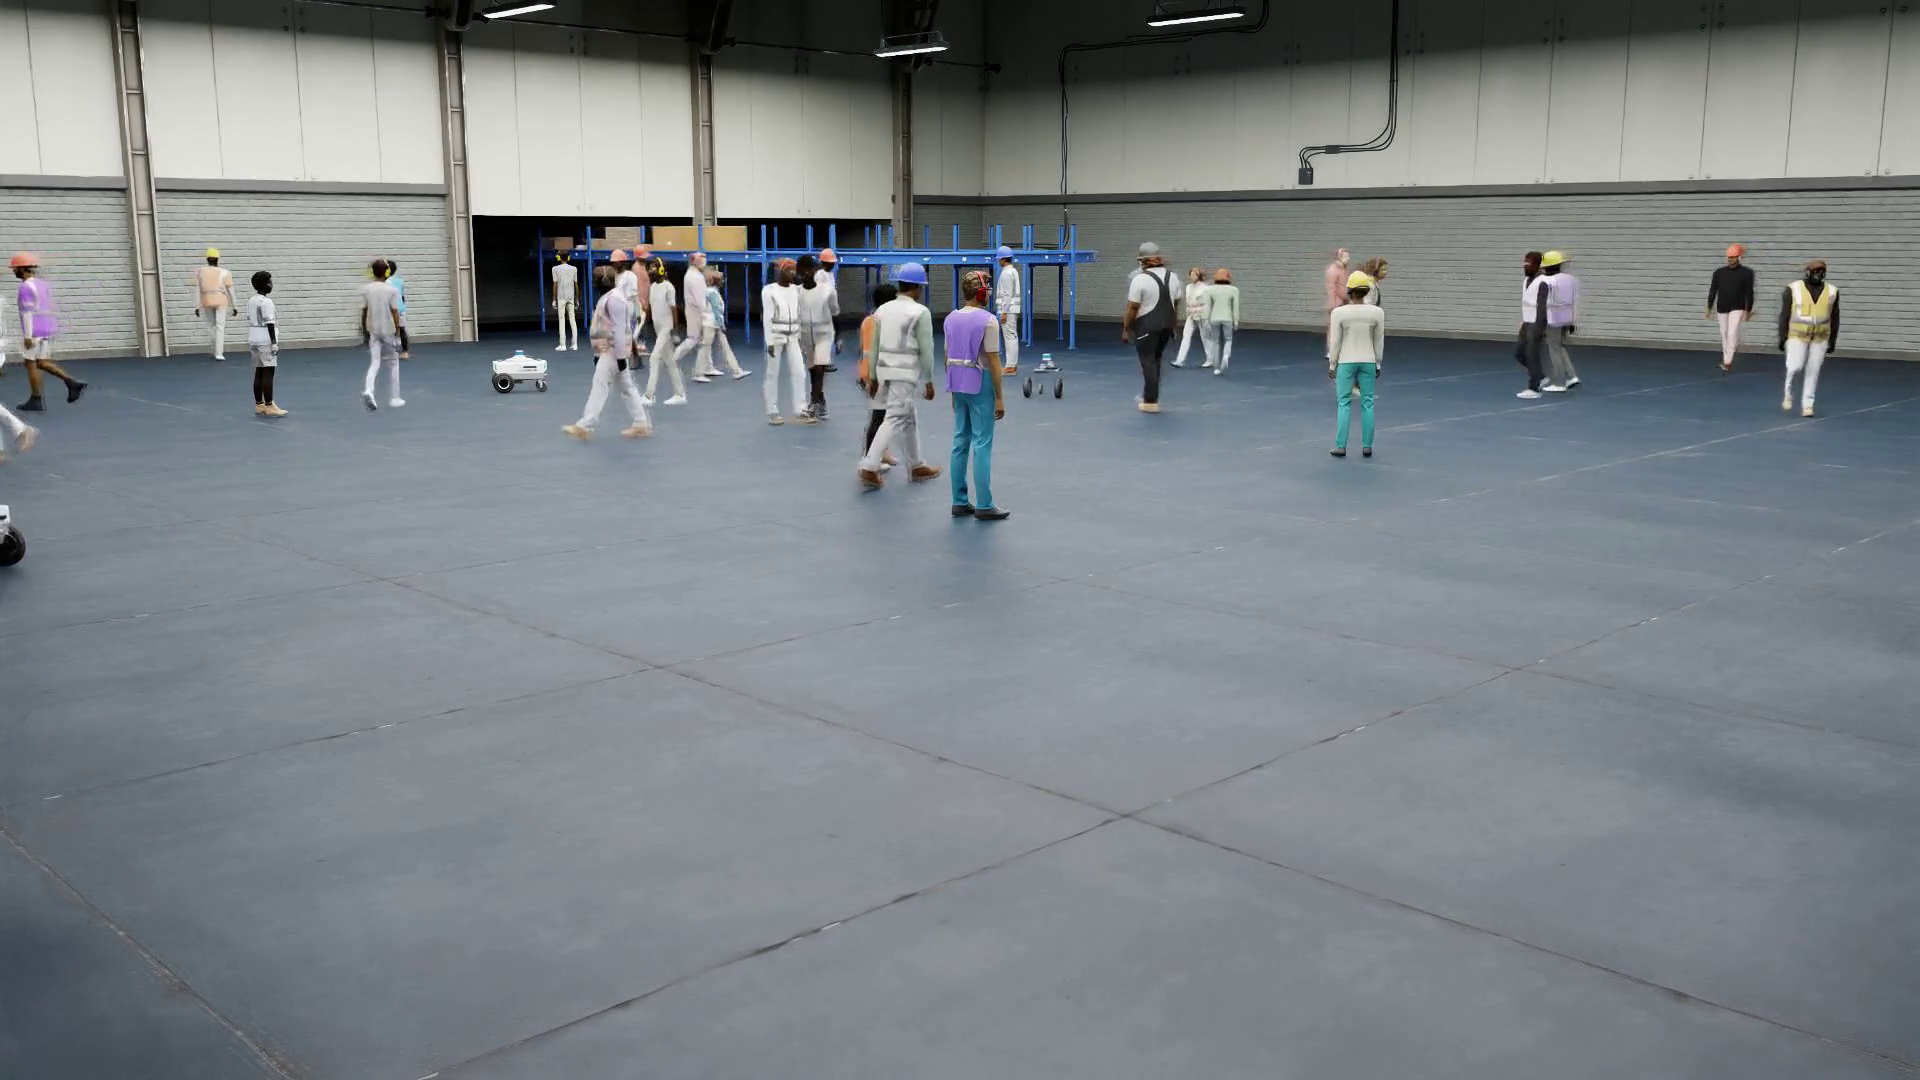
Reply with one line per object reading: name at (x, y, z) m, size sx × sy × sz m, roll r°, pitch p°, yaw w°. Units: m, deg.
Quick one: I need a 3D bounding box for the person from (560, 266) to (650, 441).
person at (-3.694, -1.944, 17.317) m, size 0.957 × 1.789 × 0.657 m, roll -3°, pitch 11°, yaw -16°

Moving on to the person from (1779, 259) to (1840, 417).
person at (9.949, -2.366, 19.493) m, size 0.649 × 1.832 × 0.435 m, roll 2°, pitch 11°, yaw 11°

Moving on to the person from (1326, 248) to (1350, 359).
person at (6.490, -4.033, 28.422) m, size 0.466 × 1.889 × 0.668 m, roll 7°, pitch 13°, yaw 35°

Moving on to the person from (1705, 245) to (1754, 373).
person at (11.869, -3.570, 25.722) m, size 0.611 × 1.947 × 0.978 m, roll 10°, pitch 14°, yaw 43°

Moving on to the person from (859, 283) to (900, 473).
person at (-0.648, -1.451, 14.902) m, size 0.566 × 1.674 × 0.561 m, roll -6°, pitch 12°, yaw -29°

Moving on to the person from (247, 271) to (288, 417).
person at (-8.151, -2.301, 19.514) m, size 0.540 × 1.695 × 0.317 m, roll 10°, pitch 14°, yaw 44°

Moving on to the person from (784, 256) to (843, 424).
person at (-1.674, -2.276, 18.879) m, size 0.608 × 1.873 × 1.077 m, roll 2°, pitch 11°, yaw 9°

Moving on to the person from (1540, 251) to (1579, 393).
person at (8.075, -2.947, 22.508) m, size 0.634 × 1.892 × 0.510 m, roll -8°, pitch 13°, yaw -37°

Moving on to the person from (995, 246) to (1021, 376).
person at (0.721, -3.475, 25.239) m, size 0.403 × 1.944 × 0.606 m, roll 2°, pitch 11°, yaw 12°

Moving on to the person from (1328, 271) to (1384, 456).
person at (3.799, -1.689, 15.982) m, size 0.525 × 1.772 × 0.306 m, roll 0°, pitch 10°, yaw -2°

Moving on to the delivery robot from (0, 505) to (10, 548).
delivery robot at (-6.426, -0.106, 10.522) m, size 0.707 × 0.478 × 0.477 m, roll 0°, pitch 10°, yaw 3°

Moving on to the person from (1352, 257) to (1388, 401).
person at (5.210, -2.676, 21.192) m, size 0.397 × 1.827 × 0.526 m, roll 2°, pitch 11°, yaw 9°

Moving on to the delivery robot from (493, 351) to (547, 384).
delivery robot at (-6.011, -2.344, 22.725) m, size 0.707 × 0.478 × 0.477 m, roll -3°, pitch 11°, yaw -17°

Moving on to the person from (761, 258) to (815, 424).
person at (-1.919, -2.205, 18.545) m, size 0.593 × 1.849 × 0.833 m, roll -9°, pitch 13°, yaw -39°

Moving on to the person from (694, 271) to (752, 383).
person at (-3.461, -3.069, 23.992) m, size 0.865 × 1.592 × 0.520 m, roll 0°, pitch 10°, yaw 2°

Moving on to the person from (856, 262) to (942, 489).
person at (-0.528, -1.383, 14.007) m, size 0.982 × 1.890 × 0.623 m, roll -9°, pitch 14°, yaw -41°

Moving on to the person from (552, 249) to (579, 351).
person at (-7.289, -4.431, 30.689) m, size 0.519 × 1.865 × 0.318 m, roll -8°, pitch 13°, yaw -37°

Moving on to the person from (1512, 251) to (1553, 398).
person at (7.515, -2.821, 21.799) m, size 0.436 × 1.903 × 0.605 m, roll -1°, pitch 10°, yaw -4°

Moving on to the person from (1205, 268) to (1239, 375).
person at (3.954, -3.304, 25.176) m, size 0.514 × 1.620 × 0.470 m, roll 2°, pitch 11°, yaw 13°

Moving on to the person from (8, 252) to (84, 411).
person at (-11.159, -2.538, 20.219) m, size 0.653 × 1.921 × 0.551 m, roll -2°, pitch 11°, yaw -10°

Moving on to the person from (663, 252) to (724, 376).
person at (-4.019, -3.376, 24.909) m, size 0.830 × 1.869 × 0.642 m, roll -1°, pitch 10°, yaw -6°

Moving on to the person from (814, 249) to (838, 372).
person at (-2.175, -3.611, 26.133) m, size 0.608 × 1.903 × 0.601 m, roll 3°, pitch 11°, yaw 18°

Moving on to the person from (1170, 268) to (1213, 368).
person at (3.762, -3.533, 26.511) m, size 0.879 × 1.585 × 0.540 m, roll -8°, pitch 13°, yaw -38°

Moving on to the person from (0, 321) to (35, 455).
person at (-9.102, -1.666, 15.570) m, size 0.605 × 1.872 × 0.489 m, roll 9°, pitch 14°, yaw 41°

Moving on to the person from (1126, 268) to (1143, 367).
person at (2.834, -3.451, 25.243) m, size 0.645 × 1.888 × 0.962 m, roll -1°, pitch 10°, yaw -7°

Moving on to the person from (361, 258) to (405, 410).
person at (-7.109, -2.529, 20.376) m, size 0.527 × 1.841 × 0.864 m, roll 1°, pitch 10°, yaw 3°

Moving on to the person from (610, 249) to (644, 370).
person at (-5.277, -3.556, 25.837) m, size 0.565 × 1.883 × 1.018 m, roll 7°, pitch 13°, yaw 34°

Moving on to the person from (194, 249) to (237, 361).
person at (-12.664, -4.009, 28.335) m, size 0.623 × 1.870 × 0.974 m, roll -2°, pitch 11°, yaw -13°

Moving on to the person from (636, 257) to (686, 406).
person at (-3.800, -2.582, 20.683) m, size 0.908 × 1.834 × 0.536 m, roll -7°, pitch 12°, yaw -33°

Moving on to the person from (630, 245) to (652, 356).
person at (-5.657, -4.223, 29.359) m, size 0.413 × 1.951 × 0.689 m, roll -1°, pitch 10°, yaw -7°

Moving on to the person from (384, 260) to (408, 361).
person at (-9.607, -3.893, 28.194) m, size 0.317 × 1.695 × 0.540 m, roll 5°, pitch 11°, yaw 25°

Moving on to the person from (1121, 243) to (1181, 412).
person at (2.214, -2.566, 20.138) m, size 0.707 × 2.000 × 0.758 m, roll -7°, pitch 13°, yaw -35°

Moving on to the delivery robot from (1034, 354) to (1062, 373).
delivery robot at (1.148, -2.350, 22.050) m, size 0.335 × 0.223 × 0.698 m, roll 3°, pitch 11°, yaw 14°

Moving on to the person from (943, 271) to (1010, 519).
person at (0.100, -1.085, 12.481) m, size 0.389 × 1.843 × 0.567 m, roll -10°, pitch 14°, yaw -42°
